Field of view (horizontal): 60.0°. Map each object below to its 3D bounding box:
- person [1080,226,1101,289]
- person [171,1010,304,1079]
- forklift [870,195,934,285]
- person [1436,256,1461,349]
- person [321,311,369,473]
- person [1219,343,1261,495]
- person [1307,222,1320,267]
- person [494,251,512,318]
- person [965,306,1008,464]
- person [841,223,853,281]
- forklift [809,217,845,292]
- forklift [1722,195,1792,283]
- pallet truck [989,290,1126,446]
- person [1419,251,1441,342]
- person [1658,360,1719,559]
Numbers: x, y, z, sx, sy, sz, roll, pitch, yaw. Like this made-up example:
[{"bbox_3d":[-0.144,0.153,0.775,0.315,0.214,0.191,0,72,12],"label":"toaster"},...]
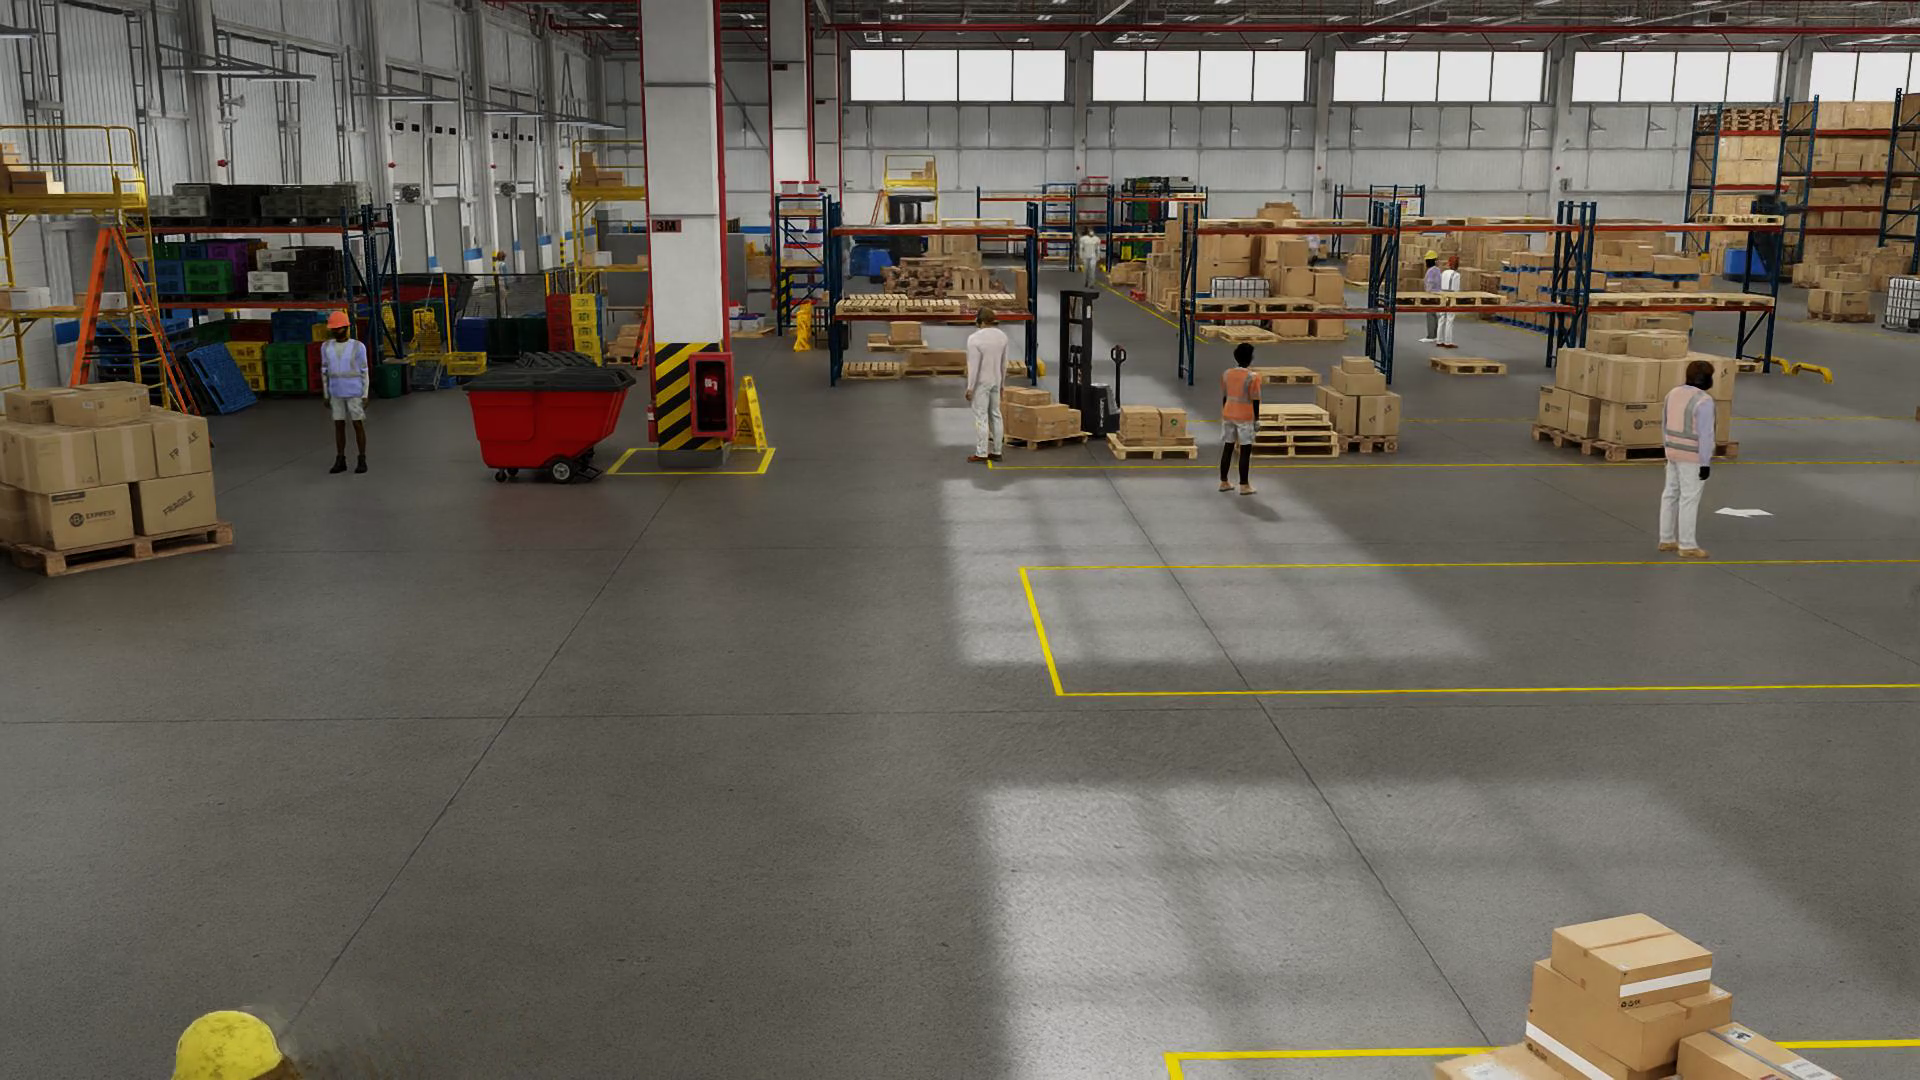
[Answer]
[{"bbox_3d":[4.008,-8.682,51.115,0.638,1.918,0.673,1,13,6],"label":"person"},{"bbox_3d":[-1.494,1.878,3.961,0.873,1.689,0.538,-6,14,-25],"label":"person"},{"bbox_3d":[-1.847,-9.441,52.348,1.873,2.768,1.129,9,15,35],"label":"forklift"},{"bbox_3d":[9.941,-4.819,33.780,0.355,1.876,0.574,-5,13,-20],"label":"person"},{"bbox_3d":[-7.295,-1.747,19.754,0.547,1.938,0.378,0,12,1],"label":"person"},{"bbox_3d":[3.121,-1.350,18.536,0.321,1.693,0.534,-11,17,-41],"label":"person"},{"bbox_3d":[12.496,-10.398,58.841,0.591,1.923,0.554,-5,13,-22],"label":"person"},{"bbox_3d":[-11.251,-6.261,40.837,0.313,1.634,0.514,-10,16,-39],"label":"person"},{"bbox_3d":[0.317,-1.901,20.446,0.637,1.938,0.355,-12,17,-43],"label":"person"},{"bbox_3d":[-3.861,-9.521,54.961,0.654,1.884,1.033,-6,14,-24],"label":"person"},{"bbox_3d":[-4.334,-8.620,48.638,1.873,2.768,1.129,0,12,-2],"label":"forklift"},{"bbox_3d":[25.725,-9.678,53.415,1.873,2.768,1.129,3,13,11],"label":"forklift"},{"bbox_3d":[1.257,-2.299,22.111,1.885,1.965,0.823,-9,15,-35],"label":"pallet truck"},{"bbox_3d":[9.936,-5.138,35.123,0.399,1.919,0.581,7,14,28],"label":"person"},{"bbox_3d":[6.797,-0.756,15.507,0.430,1.841,0.623,-3,13,-11],"label":"person"}]
